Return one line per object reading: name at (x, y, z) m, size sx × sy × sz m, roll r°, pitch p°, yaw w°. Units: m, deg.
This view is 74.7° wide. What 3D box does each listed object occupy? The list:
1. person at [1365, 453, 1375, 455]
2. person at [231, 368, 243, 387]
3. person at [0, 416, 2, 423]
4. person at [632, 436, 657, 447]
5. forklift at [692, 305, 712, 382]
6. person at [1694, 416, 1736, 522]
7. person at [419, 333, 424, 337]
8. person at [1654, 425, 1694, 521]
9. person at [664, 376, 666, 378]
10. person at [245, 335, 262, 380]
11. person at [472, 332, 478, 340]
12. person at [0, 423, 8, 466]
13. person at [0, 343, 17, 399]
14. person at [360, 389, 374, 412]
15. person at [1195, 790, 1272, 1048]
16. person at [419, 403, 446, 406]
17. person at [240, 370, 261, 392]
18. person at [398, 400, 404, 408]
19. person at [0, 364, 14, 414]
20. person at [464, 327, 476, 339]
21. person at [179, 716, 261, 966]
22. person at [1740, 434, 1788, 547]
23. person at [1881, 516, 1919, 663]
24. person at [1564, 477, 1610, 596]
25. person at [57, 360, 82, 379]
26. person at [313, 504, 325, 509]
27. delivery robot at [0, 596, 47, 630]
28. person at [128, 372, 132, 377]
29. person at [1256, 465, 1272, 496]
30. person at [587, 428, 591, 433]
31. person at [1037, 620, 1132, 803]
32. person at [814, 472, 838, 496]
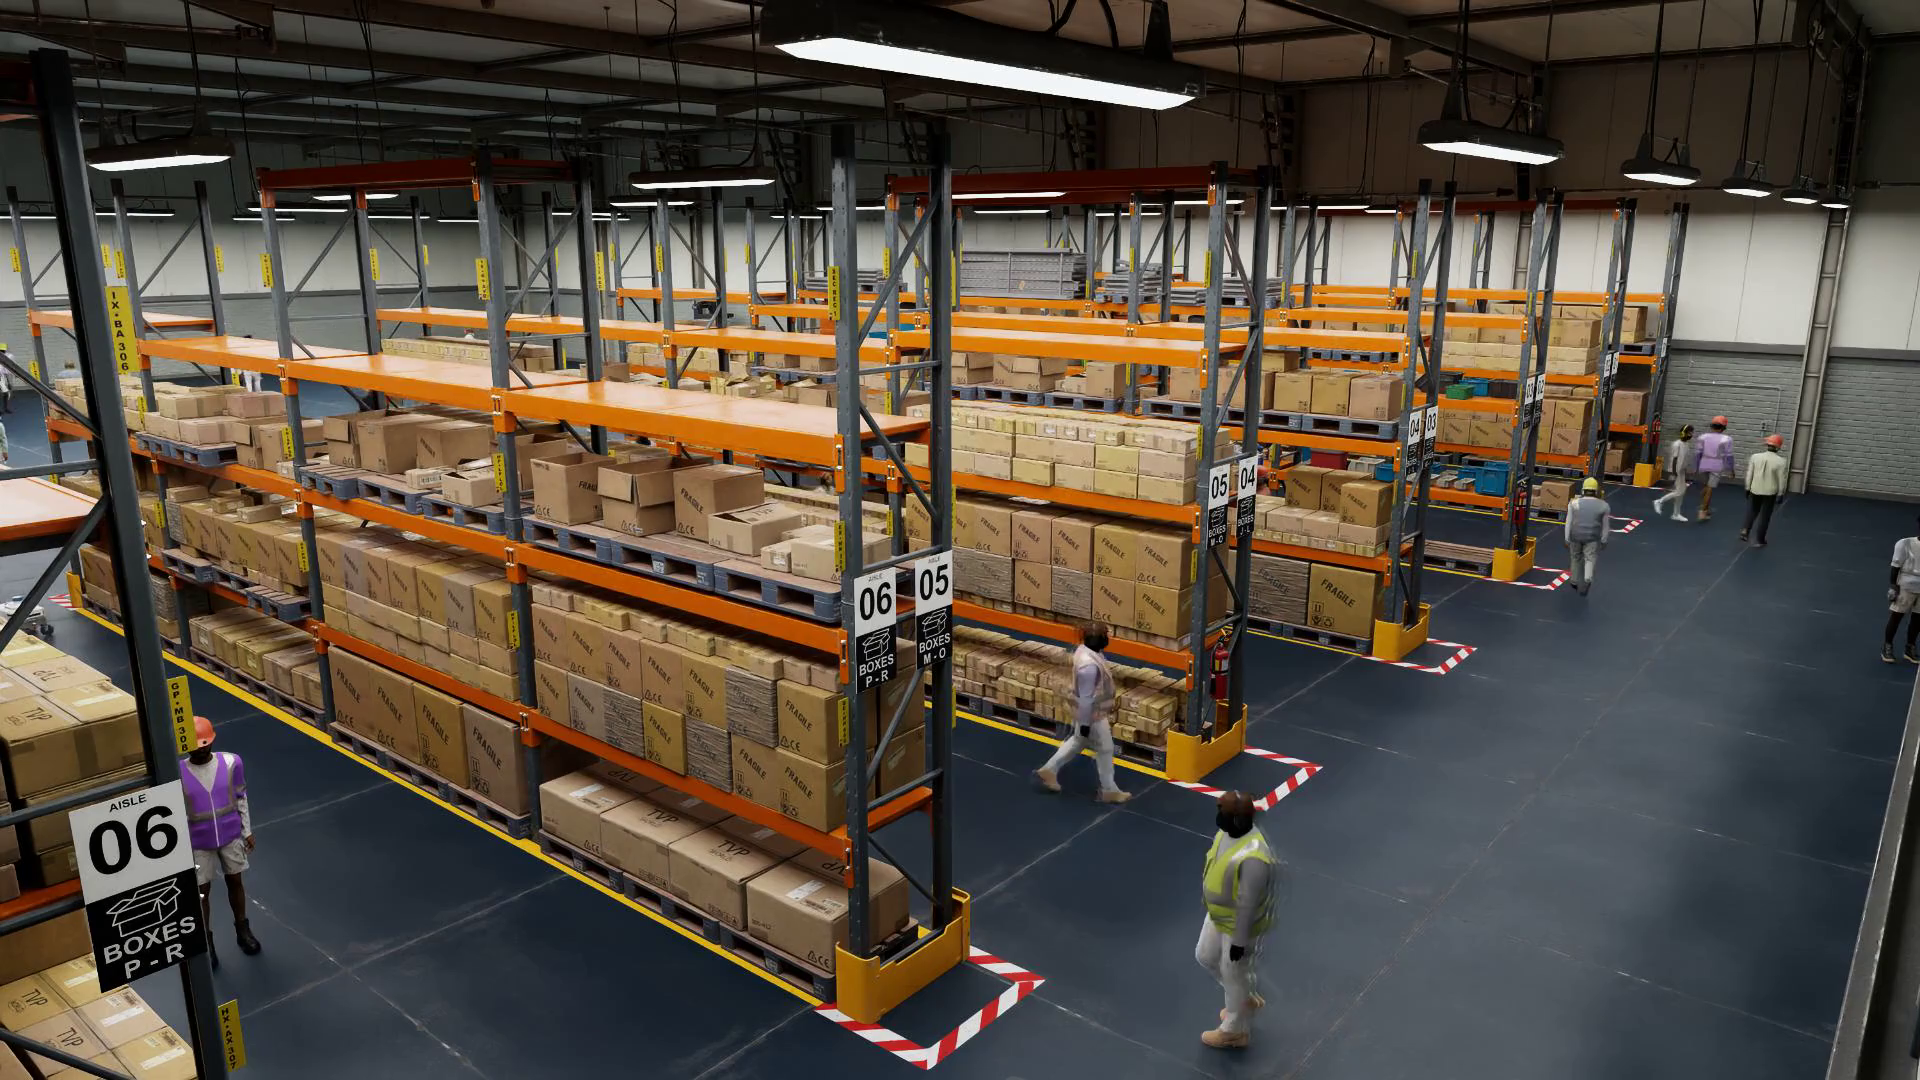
person at (9.561, -2.614, 29.373) m, size 0.445 × 1.922 × 0.656 m, roll 10°, pitch 17°, yaw 35°
person at (-25.315, -6.034, 43.915) m, size 0.319 × 1.697 × 0.533 m, roll 8°, pitch 16°, yaw 29°
person at (-21.567, -2.227, 27.974) m, size 0.579 × 1.830 × 0.640 m, roll 4°, pitch 14°, yaw 18°
person at (-6.041, -1.279, 24.012) m, size 0.613 × 1.872 × 1.014 m, roll -13°, pitch 19°, yaw -42°
forklift at (-9.511, -7.392, 47.124) m, size 1.873 × 2.768 × 1.129 m, roll 11°, pitch 17°, yaw 38°
person at (14.494, -1.376, 24.121) m, size 0.937 × 2.005 × 0.636 m, roll -7°, pitch 15°, yaw -27°
person at (-19.690, -6.730, 46.517) m, size 0.573 × 1.834 × 1.019 m, roll 1°, pitch 14°, yaw 5°
person at (13.725, -1.293, 24.077) m, size 0.558 × 1.848 × 0.539 m, roll -10°, pitch 17°, yaw -36°
person at (-8.606, -4.559, 37.478) m, size 0.913 × 1.866 × 0.671 m, roll -1°, pitch 14°, yaw -3°
person at (-26.627, -6.863, 47.333) m, size 0.474 × 1.691 × 0.549 m, roll -10°, pitch 17°, yaw -36°
person at (-19.594, -7.611, 50.658) m, size 0.894 × 1.582 × 0.500 m, roll 8°, pitch 16°, yaw 30°
person at (-20.046, -1.822, 26.061) m, size 0.605 × 1.949 × 0.402 m, roll -2°, pitch 14°, yaw -7°
person at (-31.565, -5.566, 41.589) m, size 0.649 × 1.890 × 0.638 m, roll 13°, pitch 19°, yaw 43°
person at (-13.828, -2.772, 29.951) m, size 0.962 × 1.950 × 0.647 m, roll 6°, pitch 15°, yaw 25°
person at (1.827, 2.532, 8.421) m, size 0.437 × 1.830 × 0.626 m, roll -2°, pitch 14°, yaw -7°
person at (-13.671, -3.388, 32.671) m, size 0.653 × 1.868 × 0.945 m, roll -4°, pitch 14°, yaw -18°
person at (-23.597, -5.627, 41.900) m, size 0.664 × 1.855 × 1.026 m, roll -5°, pitch 14°, yaw -19°
person at (-17.847, -4.973, 39.349) m, size 0.980 × 1.787 × 0.529 m, roll 3°, pitch 14°, yaw 11°
person at (-29.166, -4.754, 38.183) m, size 0.719 × 1.909 × 0.578 m, roll 5°, pitch 14°, yaw 18°
person at (-18.758, -7.267, 48.357) m, size 0.872 × 2.000 × 0.691 m, roll -1°, pitch 14°, yaw -3°
person at (-5.589, 2.228, 9.424) m, size 0.551 × 1.936 × 0.356 m, roll -13°, pitch 19°, yaw -43°
person at (14.105, -0.862, 22.046) m, size 0.459 × 1.983 × 0.635 m, roll -9°, pitch 16°, yaw -33°
person at (12.167, 0.606, 16.037) m, size 0.613 × 1.963 × 0.362 m, roll 2°, pitch 14°, yaw 8°
person at (9.476, -0.051, 19.070) m, size 0.603 × 1.809 × 0.758 m, roll 6°, pitch 15°, yaw 22°
person at (-24.983, -4.099, 35.478) m, size 0.465 × 1.925 × 0.659 m, roll 13°, pitch 18°, yaw 42°
person at (-11.746, -0.885, 22.867) m, size 0.530 × 1.624 × 0.502 m, roll 1°, pitch 14°, yaw 3°
delivery robot at (-12.853, 1.009, 17.217) m, size 0.707 × 0.478 × 0.477 m, roll 8°, pitch 16°, yaw 28°
person at (-24.984, -4.518, 37.618) m, size 0.898 × 1.726 × 0.523 m, roll 7°, pitch 15°, yaw 25°
person at (4.535, -0.162, 19.135) m, size 0.376 × 1.996 × 0.612 m, roll 3°, pitch 14°, yaw 12°
person at (-10.219, -3.810, 34.896) m, size 0.339 × 1.639 × 0.518 m, roll 7°, pitch 15°, yaw 27°
person at (1.203, 1.634, 12.143) m, size 0.869 × 1.816 × 0.632 m, roll 1°, pitch 14°, yaw 5°
person at (-2.099, -0.304, 20.509) m, size 0.768 × 1.603 × 0.550 m, roll 10°, pitch 17°, yaw 34°
